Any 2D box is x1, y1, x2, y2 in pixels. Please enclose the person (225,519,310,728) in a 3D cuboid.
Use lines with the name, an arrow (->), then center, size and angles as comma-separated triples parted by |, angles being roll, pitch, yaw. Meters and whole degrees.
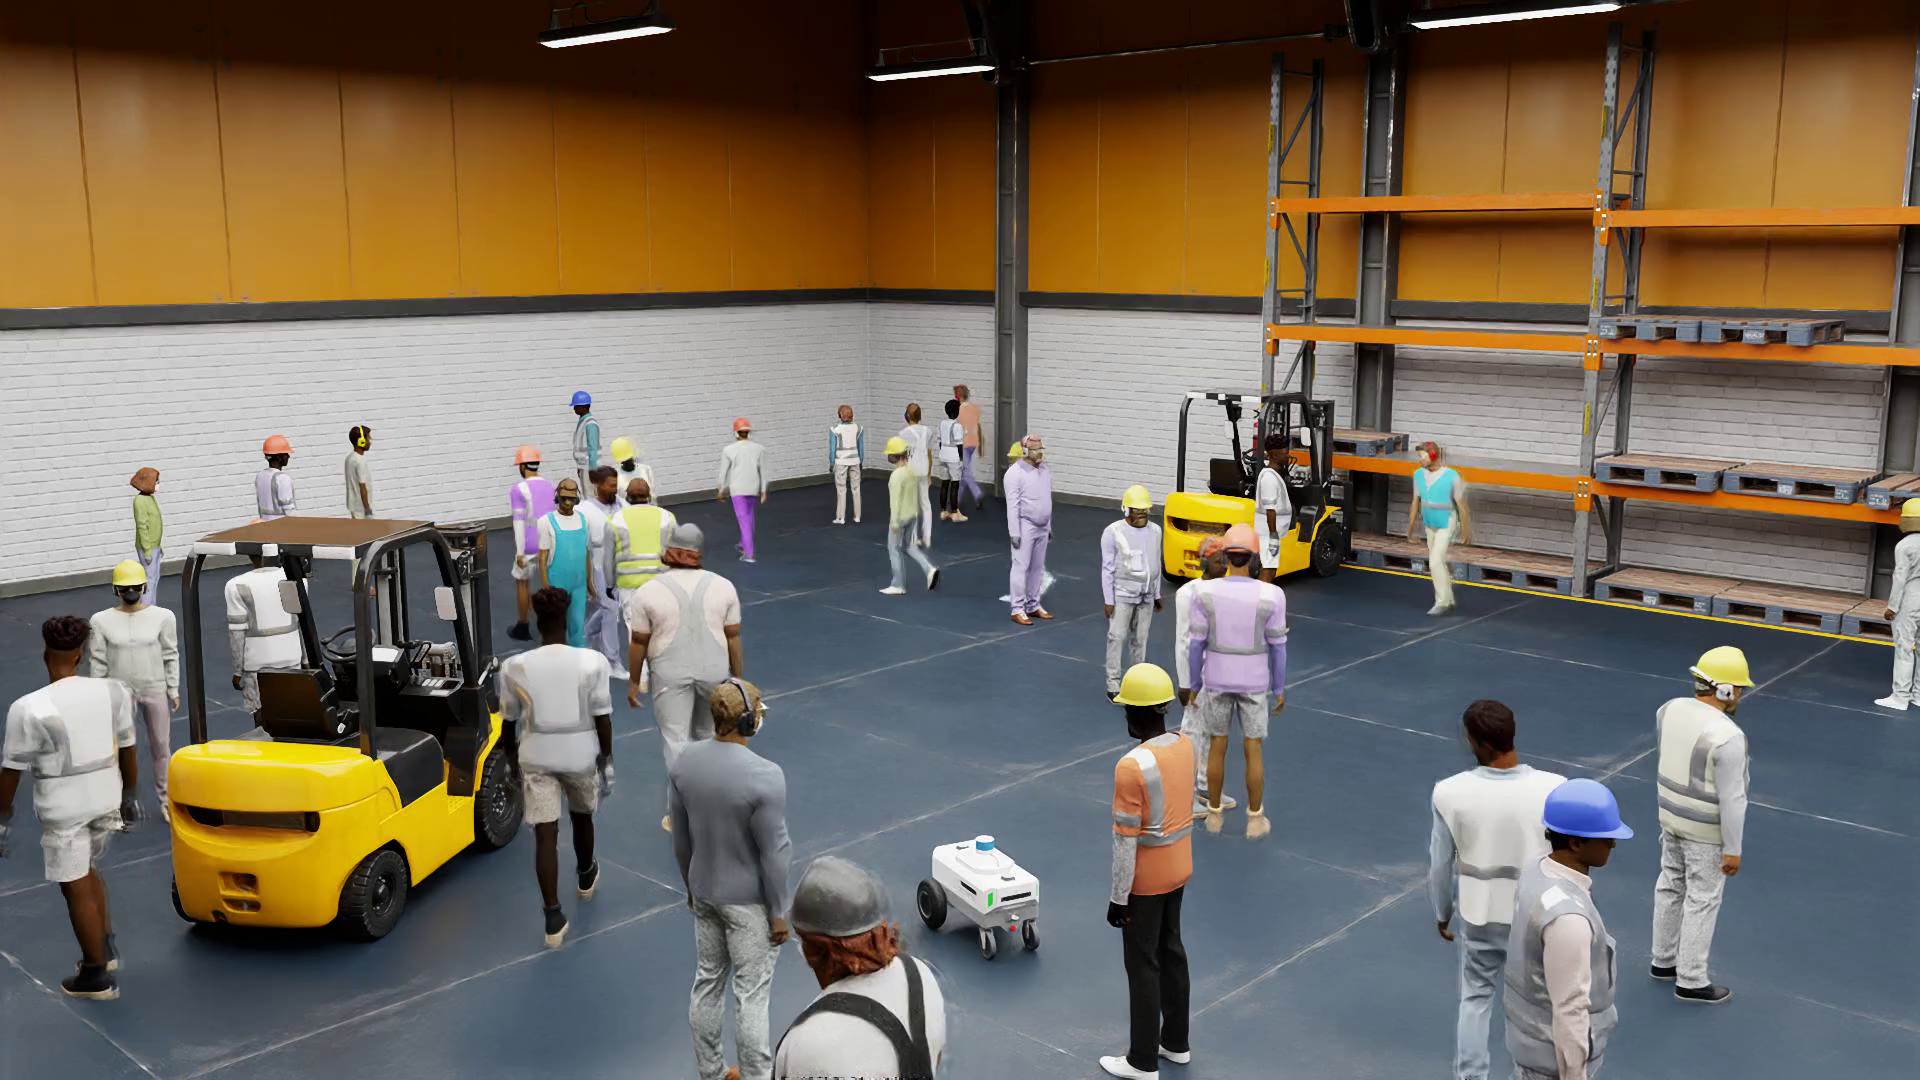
person -> -4.720, 0.815, 11.386 | 0.545, 1.942, 0.349 | -8, 13, -40

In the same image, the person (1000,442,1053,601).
person -> 0.688, -0.186, 17.661 | 0.460, 1.730, 0.500 | 3, 10, 17

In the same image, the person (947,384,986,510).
person -> 0.104, -1.351, 24.106 | 0.576, 1.811, 0.867 | -9, 13, -42

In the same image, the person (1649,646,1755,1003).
person -> 3.708, 1.418, 8.316 | 0.403, 1.817, 0.605 | -2, 10, -11

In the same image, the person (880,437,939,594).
person -> -0.569, -0.251, 18.008 | 0.578, 1.741, 0.536 | 5, 11, 25

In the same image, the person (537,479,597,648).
person -> -3.322, 0.390, 14.095 | 0.348, 1.842, 0.505 | 10, 14, 44

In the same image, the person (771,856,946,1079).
person -> -0.216, 1.906, 4.894 | 0.794, 2.000, 0.695 | 6, 11, 29

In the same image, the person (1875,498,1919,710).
person -> 7.788, 0.523, 13.637 | 0.483, 1.736, 0.311 | -4, 11, -20

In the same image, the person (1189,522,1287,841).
person -> 1.774, 0.897, 10.639 | 0.614, 2.038, 0.396 | 3, 10, 15

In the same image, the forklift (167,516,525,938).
forklift -> -3.583, 0.976, 9.748 | 1.214, 2.155, 2.313 | 2, 10, 11

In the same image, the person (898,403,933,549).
person -> -0.568, -0.794, 20.820 | 0.506, 1.846, 0.348 | -8, 13, -37

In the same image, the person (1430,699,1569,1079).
person -> 2.329, 1.596, 7.103 | 0.654, 1.886, 0.506 | 3, 10, 15

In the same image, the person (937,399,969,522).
person -> -0.110, -1.100, 22.984 | 0.319, 1.697, 0.532 | -7, 12, -35

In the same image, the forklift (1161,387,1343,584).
forklift -> 3.298, -0.608, 18.767 | 1.214, 2.155, 2.313 | 9, 13, 42

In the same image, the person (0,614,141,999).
person -> -4.492, 1.344, 8.361 | 0.548, 1.934, 0.657 | 4, 11, 21

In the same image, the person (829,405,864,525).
person -> -1.548, -1.026, 22.728 | 0.514, 1.641, 0.308 | -5, 11, -27

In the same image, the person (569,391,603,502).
person -> -4.837, -0.967, 21.555 | 0.416, 1.940, 0.618 | -4, 11, -22

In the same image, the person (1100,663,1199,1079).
person -> 0.854, 1.502, 7.555 | 0.393, 1.919, 0.581 | 7, 12, 35

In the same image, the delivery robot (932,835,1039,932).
delivery robot -> 0.136, 1.863, 9.100 | 0.477, 0.478, 0.707 | -5, 11, -27

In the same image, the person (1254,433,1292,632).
person -> 3.083, -0.078, 16.397 | 0.367, 1.966, 0.606 | 1, 10, 8

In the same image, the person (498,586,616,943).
person -> -2.248, 1.194, 9.310 | 0.619, 1.906, 0.979 | -2, 10, -11

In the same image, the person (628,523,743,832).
person -> -1.824, 0.837, 10.979 | 0.751, 2.000, 1.027 | -4, 11, -21

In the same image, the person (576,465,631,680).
person -> -3.198, 0.258, 14.773 | 0.914, 1.887, 0.583 | 7, 12, 36

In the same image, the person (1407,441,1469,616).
person -> 4.912, -0.118, 17.081 | 0.638, 1.802, 0.579 | -5, 11, -27

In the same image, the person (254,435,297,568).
person -> -6.712, -0.075, 16.465 | 0.545, 1.938, 0.355 | 7, 12, 36

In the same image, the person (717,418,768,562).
person -> -2.688, -0.626, 20.224 | 0.570, 1.716, 0.828 | -7, 12, -36

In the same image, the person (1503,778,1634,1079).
person -> 2.116, 1.779, 5.878 | 0.389, 1.946, 0.614 | 2, 10, 9

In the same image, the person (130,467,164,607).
person -> -7.967, 0.092, 16.382 | 0.289, 1.632, 0.497 | -3, 10, -14

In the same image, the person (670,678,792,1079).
person -> -0.982, 1.546, 7.231 | 0.629, 1.940, 0.376 | 7, 12, 36

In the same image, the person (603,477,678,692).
person -> -2.743, 0.367, 14.319 | 0.635, 1.810, 0.693 | -4, 11, -22

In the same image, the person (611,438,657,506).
person -> -3.349, -0.108, 16.812 | 0.486, 1.893, 0.667 | 9, 13, 41

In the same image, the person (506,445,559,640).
person -> -4.080, 0.046, 15.940 | 0.809, 1.884, 0.569 | 9, 13, 41

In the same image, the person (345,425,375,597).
person -> -6.478, -0.311, 18.031 | 0.315, 1.865, 0.519 | -6, 12, -31

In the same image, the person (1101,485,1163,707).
person -> 1.442, 0.450, 13.772 | 0.591, 1.834, 0.404 | -6, 12, -30

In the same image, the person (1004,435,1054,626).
person -> 0.726, -0.111, 16.758 | 0.410, 1.909, 0.643 | 8, 13, 38

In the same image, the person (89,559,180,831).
person -> -5.358, 0.998, 10.833 | 0.523, 1.772, 0.301 | -5, 11, -26

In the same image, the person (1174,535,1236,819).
person -> 1.649, 0.896, 11.084 | 0.583, 1.883, 0.338 | -9, 14, -43
